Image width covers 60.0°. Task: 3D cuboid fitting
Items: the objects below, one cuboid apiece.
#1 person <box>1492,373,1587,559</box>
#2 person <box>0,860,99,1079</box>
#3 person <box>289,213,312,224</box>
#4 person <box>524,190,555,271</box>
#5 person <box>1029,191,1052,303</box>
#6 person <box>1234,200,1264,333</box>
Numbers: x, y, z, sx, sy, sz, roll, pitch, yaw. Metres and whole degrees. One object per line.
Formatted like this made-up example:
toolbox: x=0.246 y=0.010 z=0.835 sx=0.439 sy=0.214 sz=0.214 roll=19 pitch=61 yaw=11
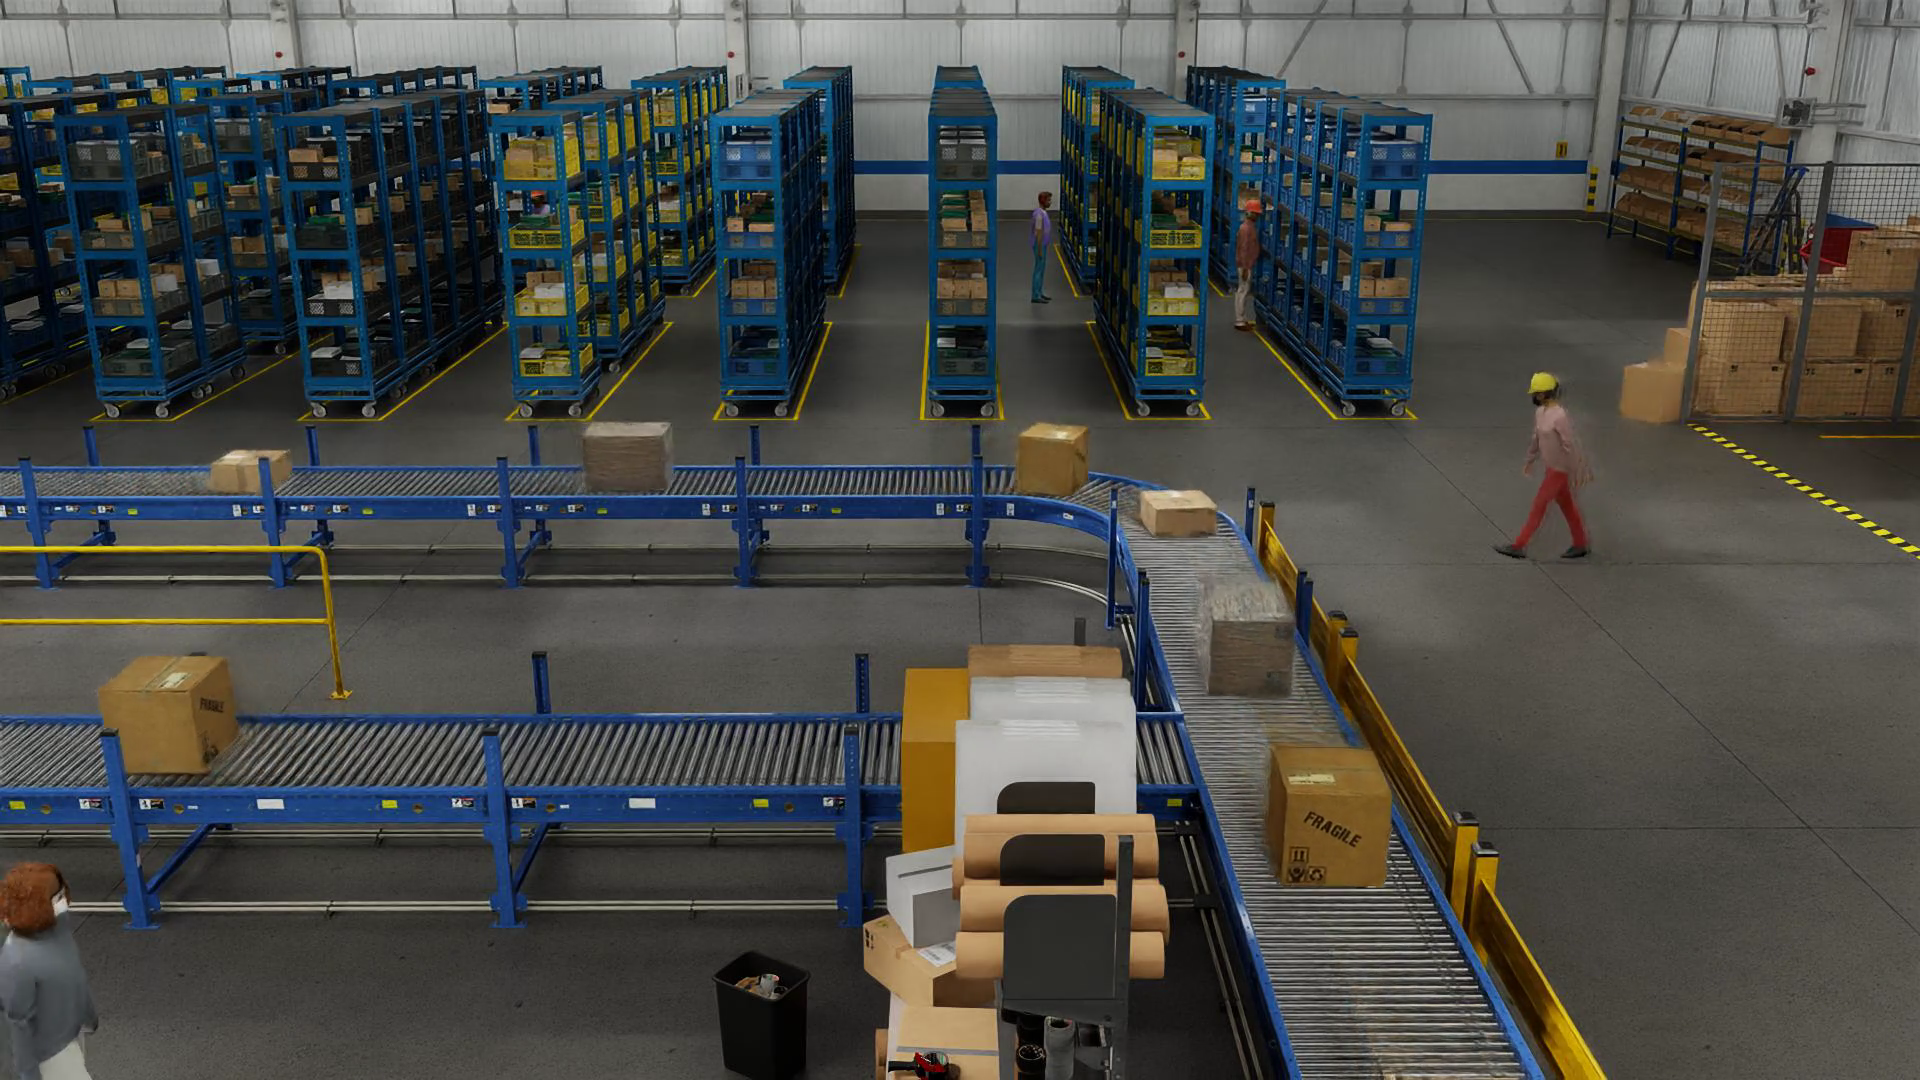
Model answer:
person: x=5.270 y=-0.645 z=14.874 sx=0.942 sy=1.688 sz=0.533 roll=0 pitch=18 yaw=-1
person: x=-3.757 y=2.035 z=6.780 sx=0.715 sy=1.614 sz=0.500 roll=-3 pitch=18 yaw=-9
person: x=-14.233 y=-7.473 z=35.893 sx=0.904 sy=1.707 sz=0.598 roll=1 pitch=18 yaw=2
person: x=-6.815 y=-4.779 z=27.085 sx=0.605 sy=2.035 sz=0.407 roll=6 pitch=19 yaw=17
person: x=1.336 y=-4.868 z=27.664 sx=0.376 sy=1.835 sz=0.566 roll=3 pitch=18 yaw=9
person: x=4.370 y=-4.157 z=25.234 sx=0.394 sy=1.985 sz=0.611 roll=5 pitch=19 yaw=16
